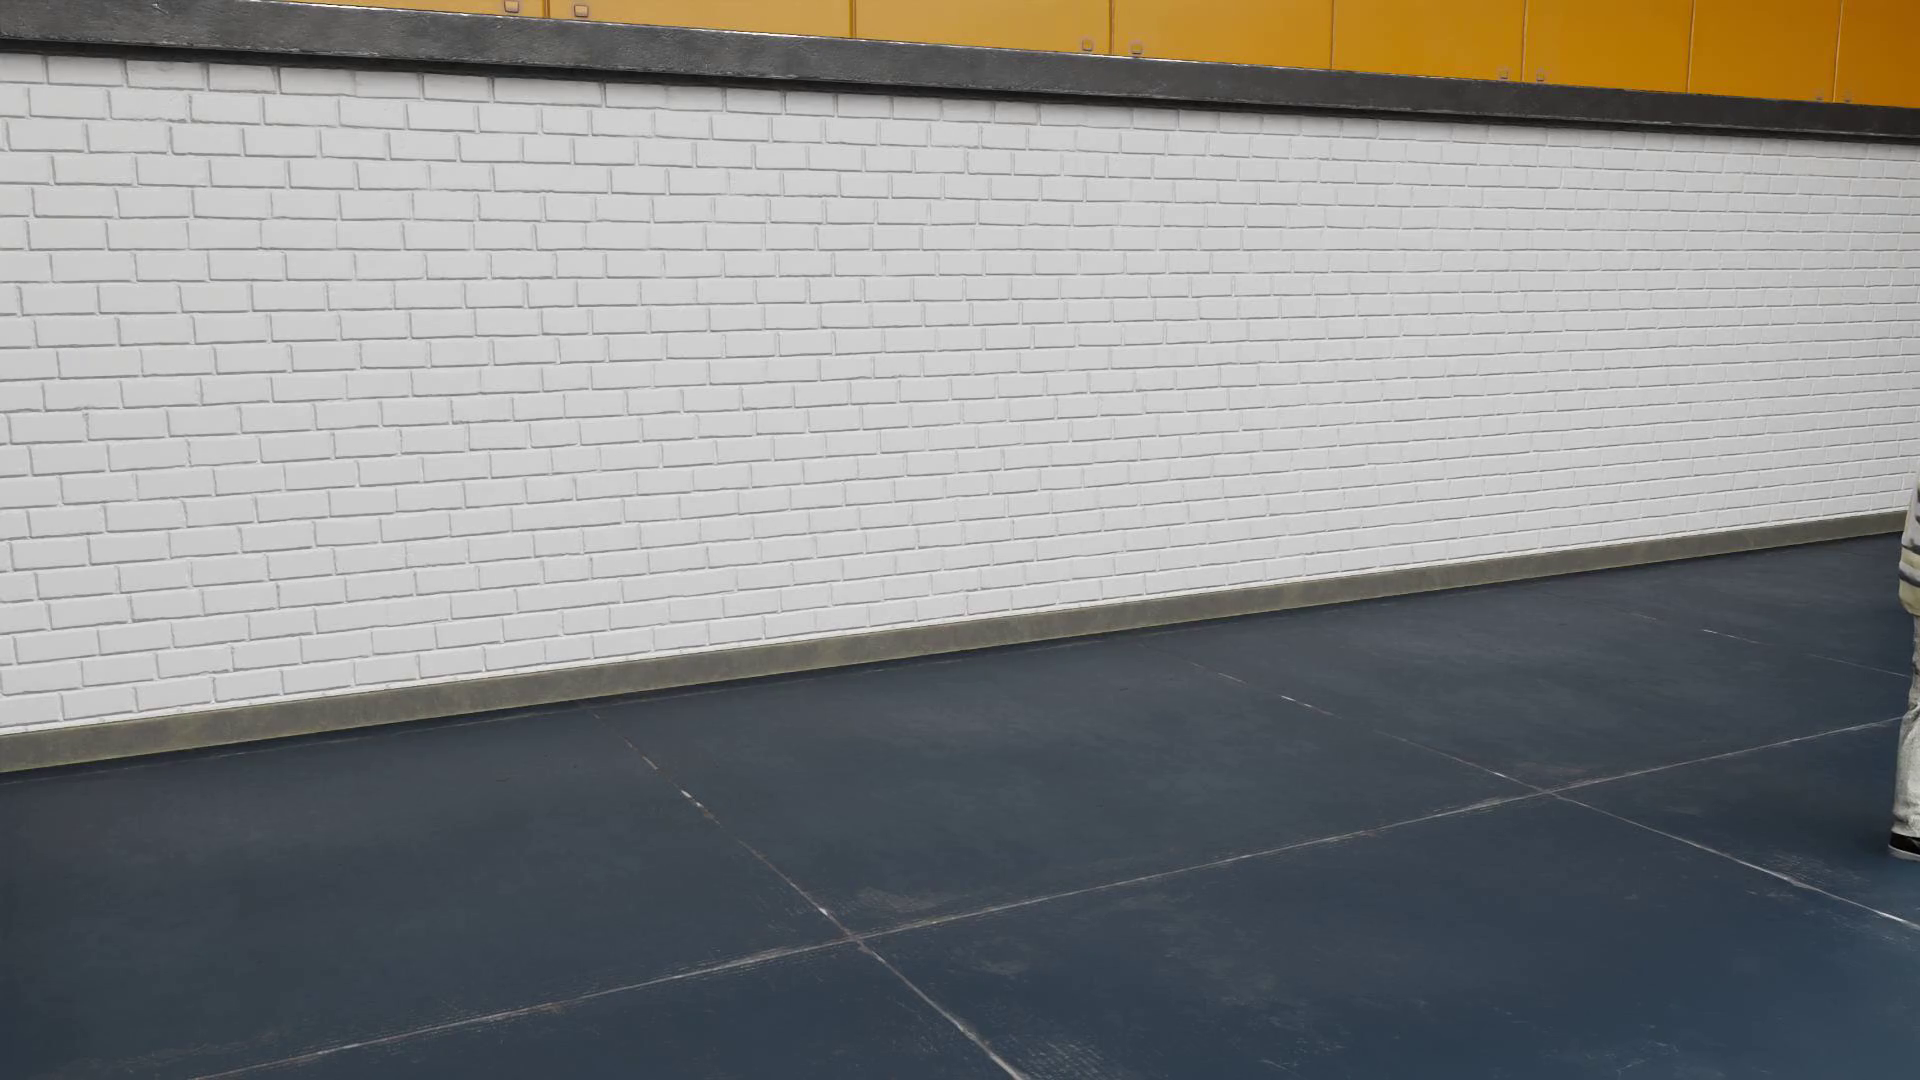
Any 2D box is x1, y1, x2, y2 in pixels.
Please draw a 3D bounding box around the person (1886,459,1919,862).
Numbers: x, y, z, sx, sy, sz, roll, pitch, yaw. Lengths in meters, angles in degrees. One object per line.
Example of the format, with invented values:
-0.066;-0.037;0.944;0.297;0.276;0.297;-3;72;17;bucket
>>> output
3.502;0.223;5.797;0.403;1.825;0.596;8;13;40;person
